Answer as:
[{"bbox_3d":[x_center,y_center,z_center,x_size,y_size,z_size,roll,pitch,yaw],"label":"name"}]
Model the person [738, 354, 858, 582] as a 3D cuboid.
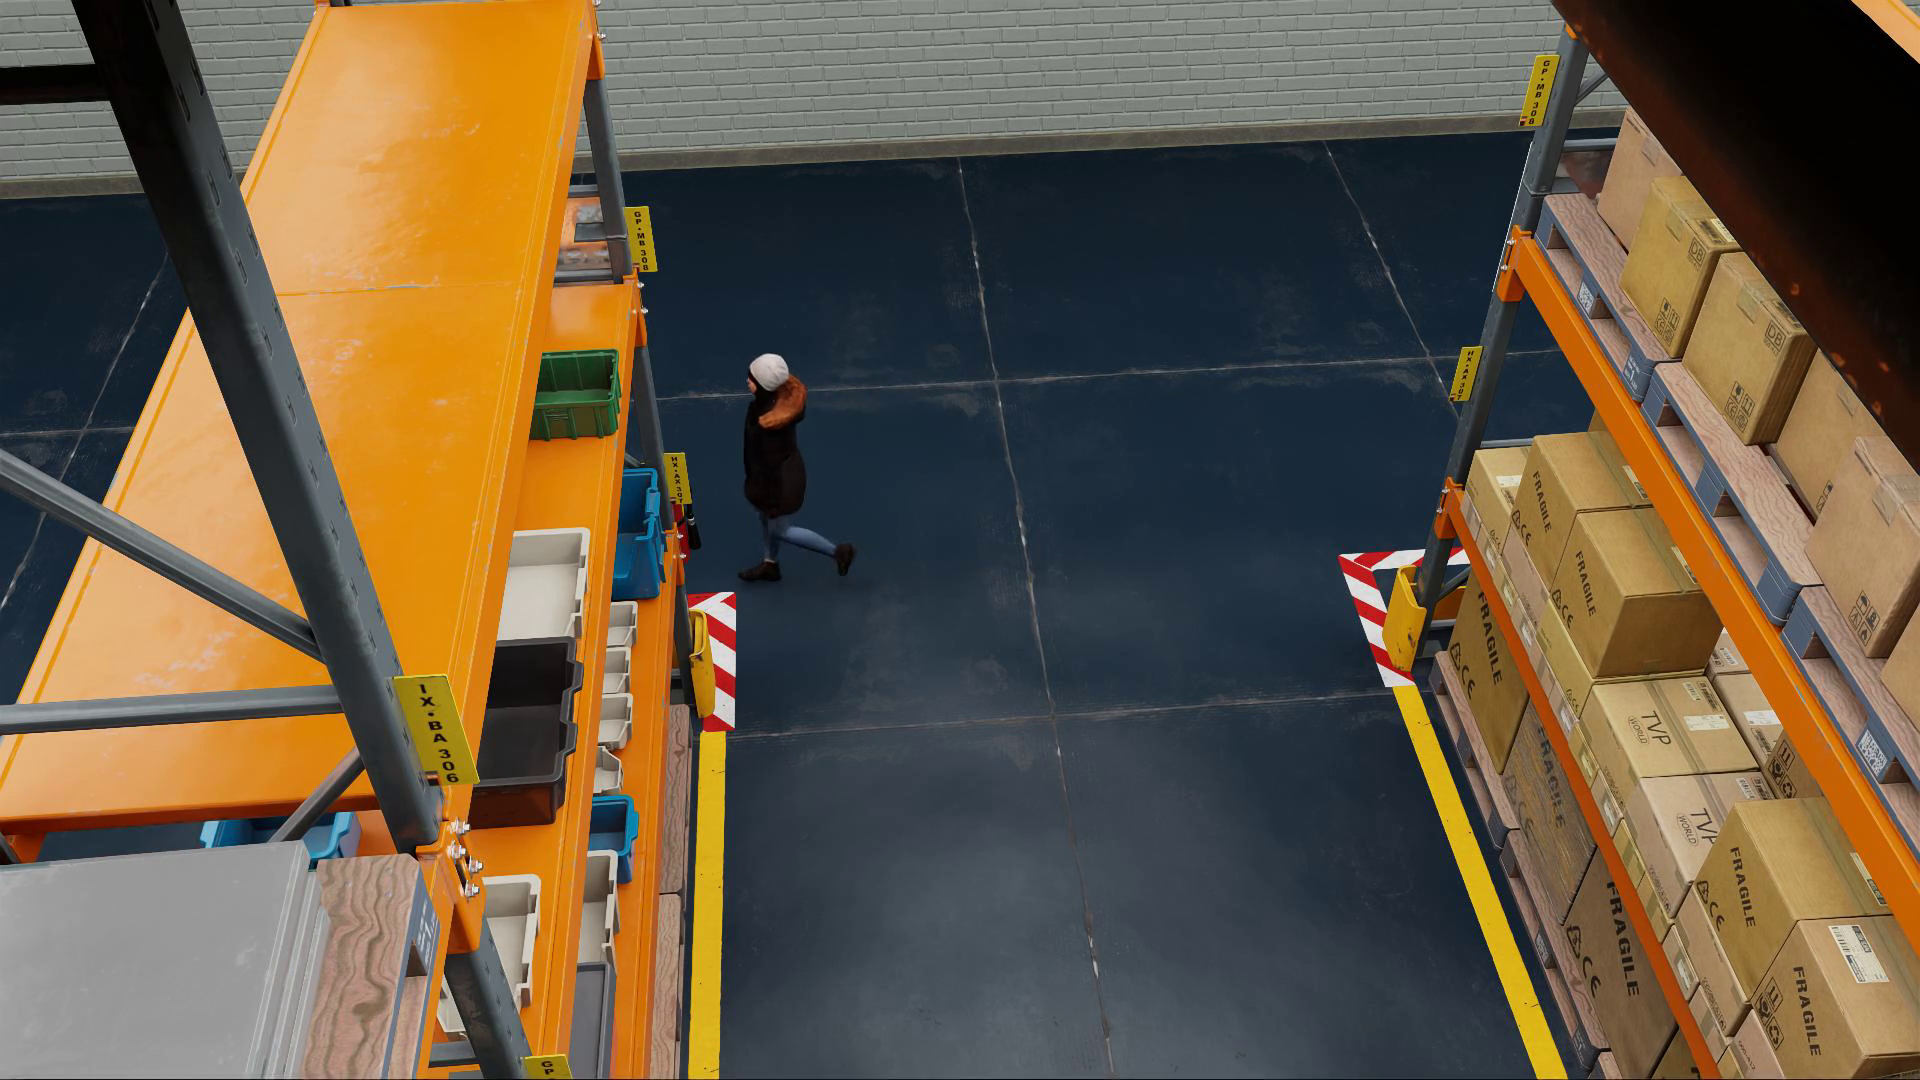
[{"bbox_3d":[-0.952,-0.340,9.285,0.665,1.614,0.855,-2,43,-3],"label":"person"}]
